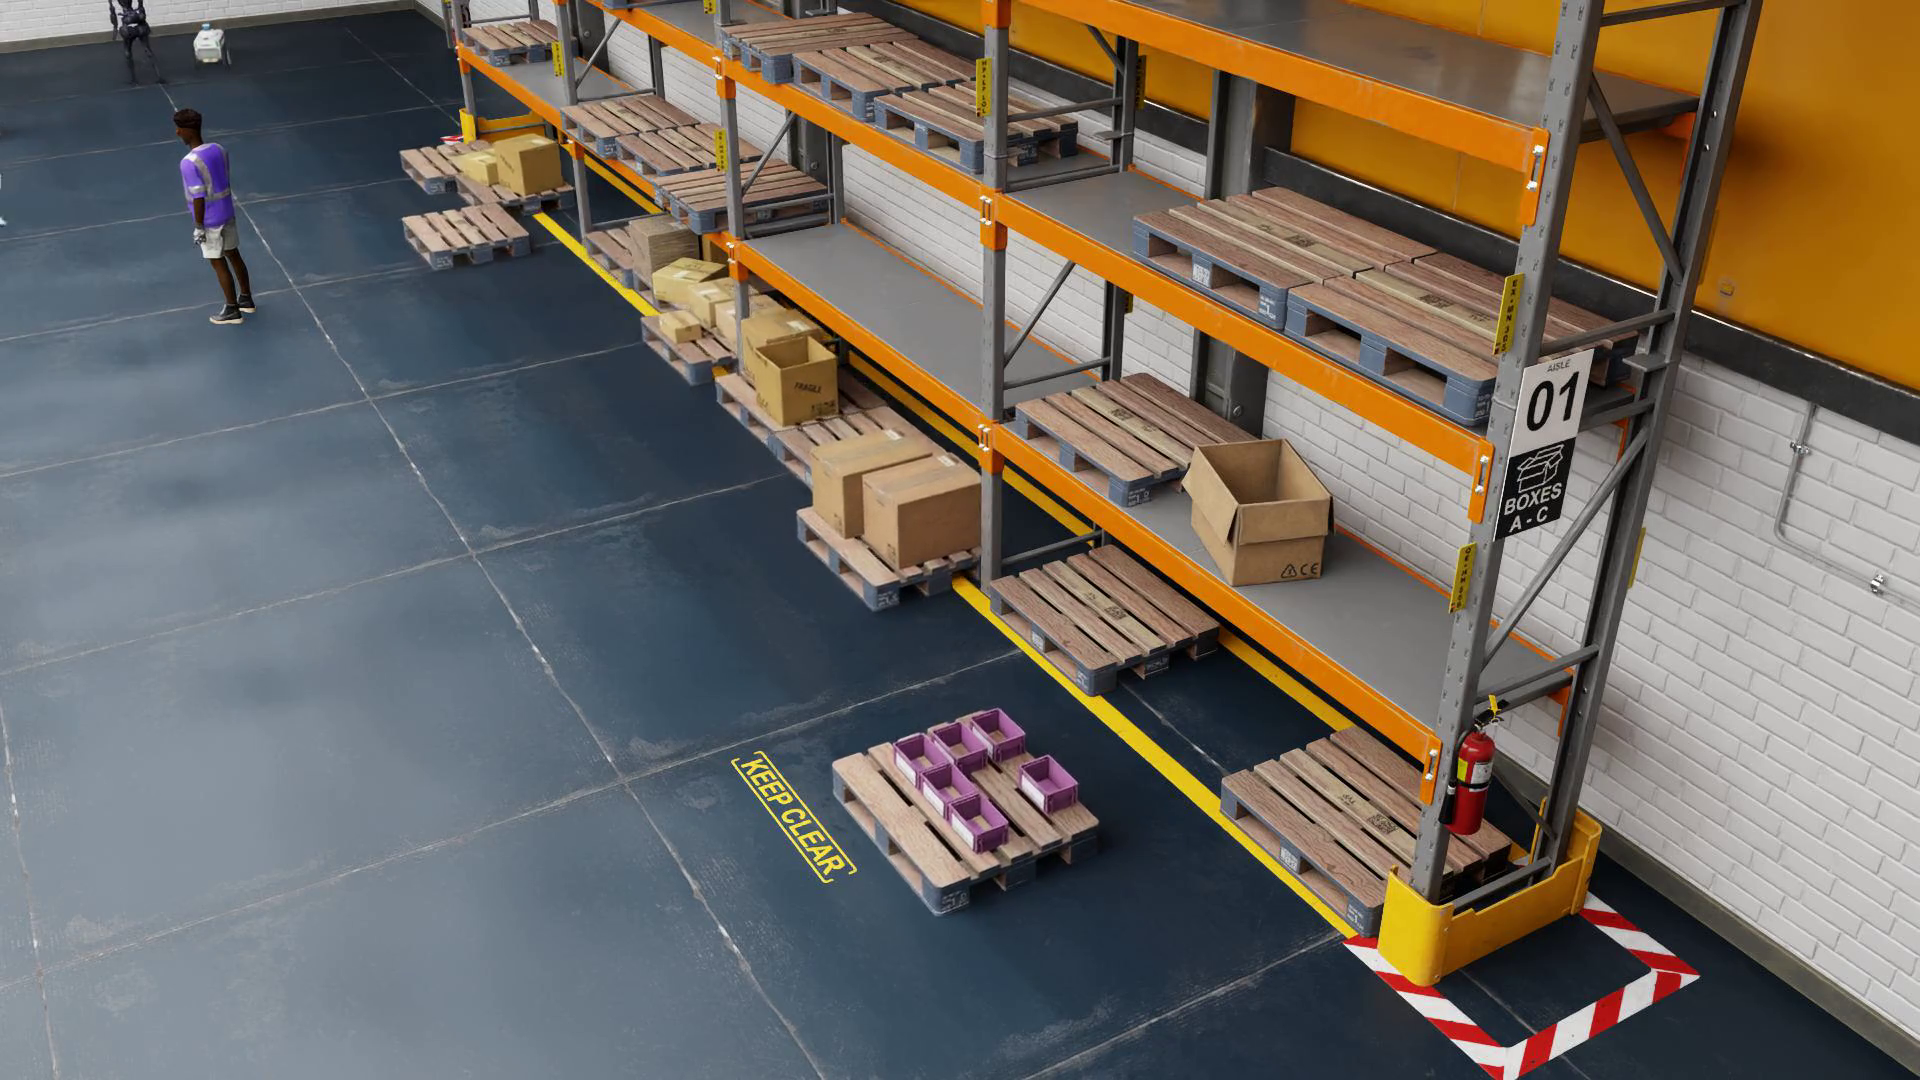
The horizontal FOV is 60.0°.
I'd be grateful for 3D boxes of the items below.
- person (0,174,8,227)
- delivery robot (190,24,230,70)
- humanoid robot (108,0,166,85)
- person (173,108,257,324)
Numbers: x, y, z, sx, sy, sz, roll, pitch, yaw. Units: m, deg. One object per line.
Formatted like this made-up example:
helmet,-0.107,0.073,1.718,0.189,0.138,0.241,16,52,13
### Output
person,-10.314,-4.011,17.262,0.474,1.690,0.484,6,30,10
delivery robot,-10.745,-7.082,23.833,0.499,0.583,0.767,-8,30,-13
humanoid robot,-11.271,-7.035,22.648,0.511,1.641,0.589,12,32,20
person,-6.785,-2.936,15.095,0.361,1.962,0.613,4,30,6
